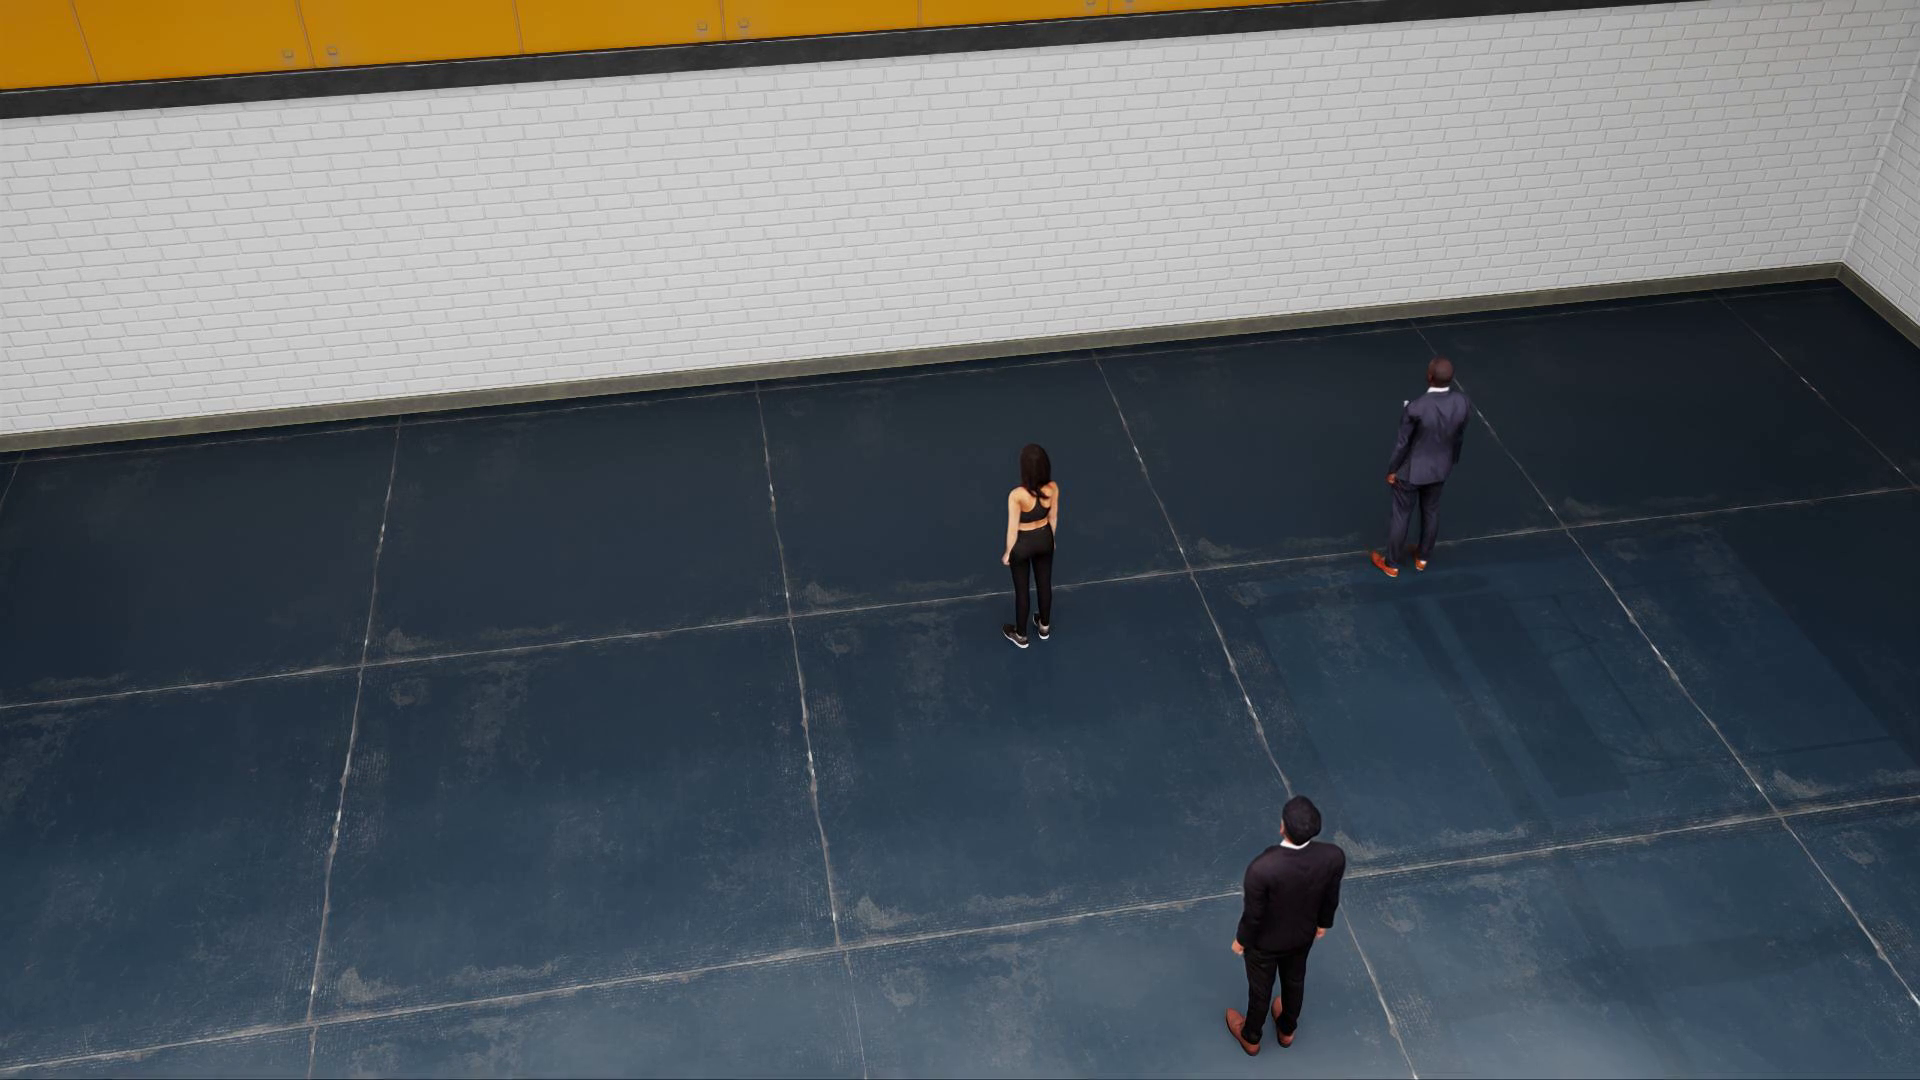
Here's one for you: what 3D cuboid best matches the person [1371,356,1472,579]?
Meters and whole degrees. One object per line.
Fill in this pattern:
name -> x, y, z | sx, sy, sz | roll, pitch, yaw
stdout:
person -> 3.317, -0.518, 11.923 | 0.695, 1.825, 0.583 | -8, 39, -10

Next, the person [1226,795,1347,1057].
person -> 1.684, 2.029, 8.687 | 0.712, 1.884, 0.567 | -9, 40, -12

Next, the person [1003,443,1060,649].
person -> 0.492, 0.040, 11.370 | 0.599, 1.644, 0.572 | -17, 42, -20
